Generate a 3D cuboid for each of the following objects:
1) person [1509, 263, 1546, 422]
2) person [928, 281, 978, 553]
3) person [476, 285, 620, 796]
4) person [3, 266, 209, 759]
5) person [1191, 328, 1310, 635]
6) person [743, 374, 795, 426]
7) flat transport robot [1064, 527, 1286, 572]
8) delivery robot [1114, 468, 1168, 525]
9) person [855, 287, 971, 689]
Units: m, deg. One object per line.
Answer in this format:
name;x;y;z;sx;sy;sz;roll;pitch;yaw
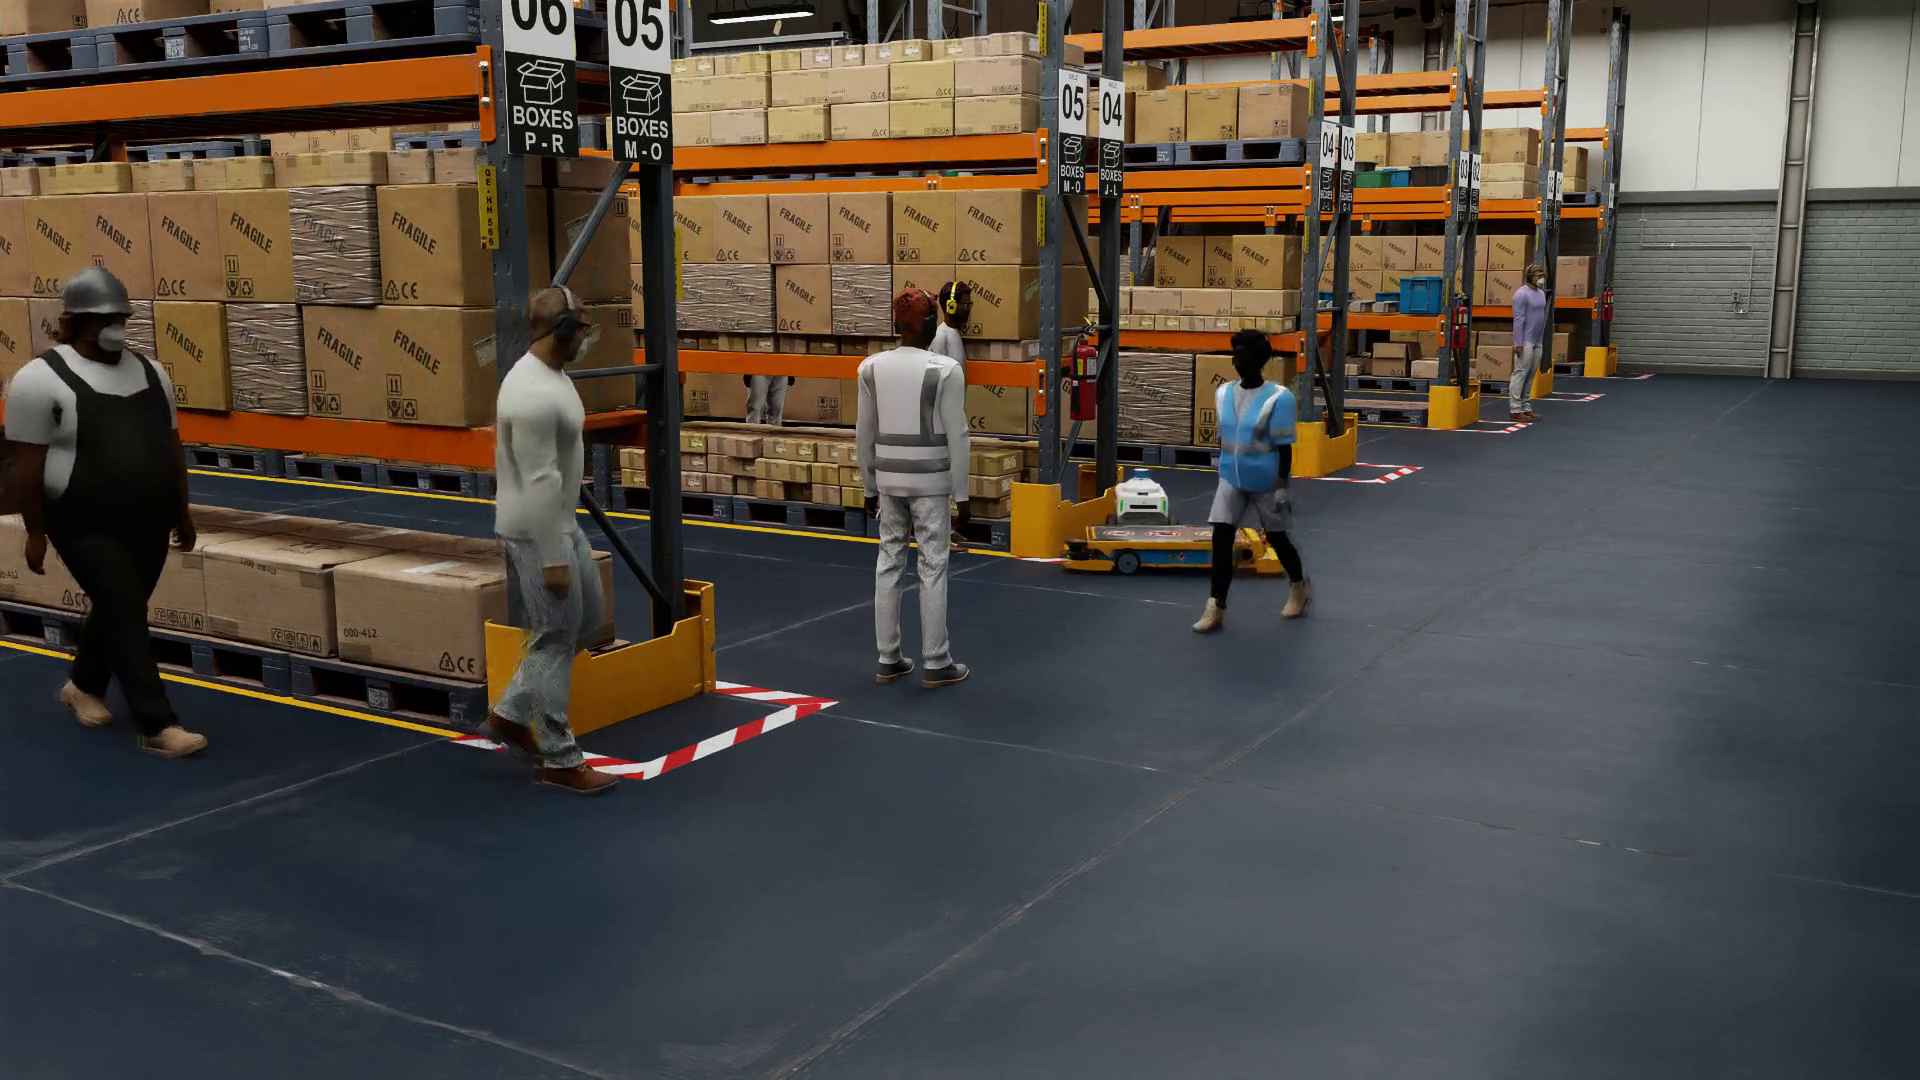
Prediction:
person;7.013;-2.429;20.499;0.355;1.938;0.637;9;13;43
person;-0.060;-0.840;11.442;0.333;1.860;0.510;2;10;13
person;-1.577;0.000;6.324;0.451;1.920;0.695;-1;10;-6
person;-3.537;-0.154;6.886;1.013;2.000;0.683;5;11;25
person;1.643;-0.337;9.110;0.534;1.656;0.878;9;13;42
person;-1.868;-1.648;16.232;0.621;1.839;0.429;-9;13;-44
flat transport robot;1.400;0.049;10.868;1.431;0.197;0.652;0;10;3
delivery robot;1.250;-0.253;11.534;0.477;0.478;0.707;1;10;3
person;-0.210;-0.240;7.849;0.585;1.882;0.343;5;11;28
